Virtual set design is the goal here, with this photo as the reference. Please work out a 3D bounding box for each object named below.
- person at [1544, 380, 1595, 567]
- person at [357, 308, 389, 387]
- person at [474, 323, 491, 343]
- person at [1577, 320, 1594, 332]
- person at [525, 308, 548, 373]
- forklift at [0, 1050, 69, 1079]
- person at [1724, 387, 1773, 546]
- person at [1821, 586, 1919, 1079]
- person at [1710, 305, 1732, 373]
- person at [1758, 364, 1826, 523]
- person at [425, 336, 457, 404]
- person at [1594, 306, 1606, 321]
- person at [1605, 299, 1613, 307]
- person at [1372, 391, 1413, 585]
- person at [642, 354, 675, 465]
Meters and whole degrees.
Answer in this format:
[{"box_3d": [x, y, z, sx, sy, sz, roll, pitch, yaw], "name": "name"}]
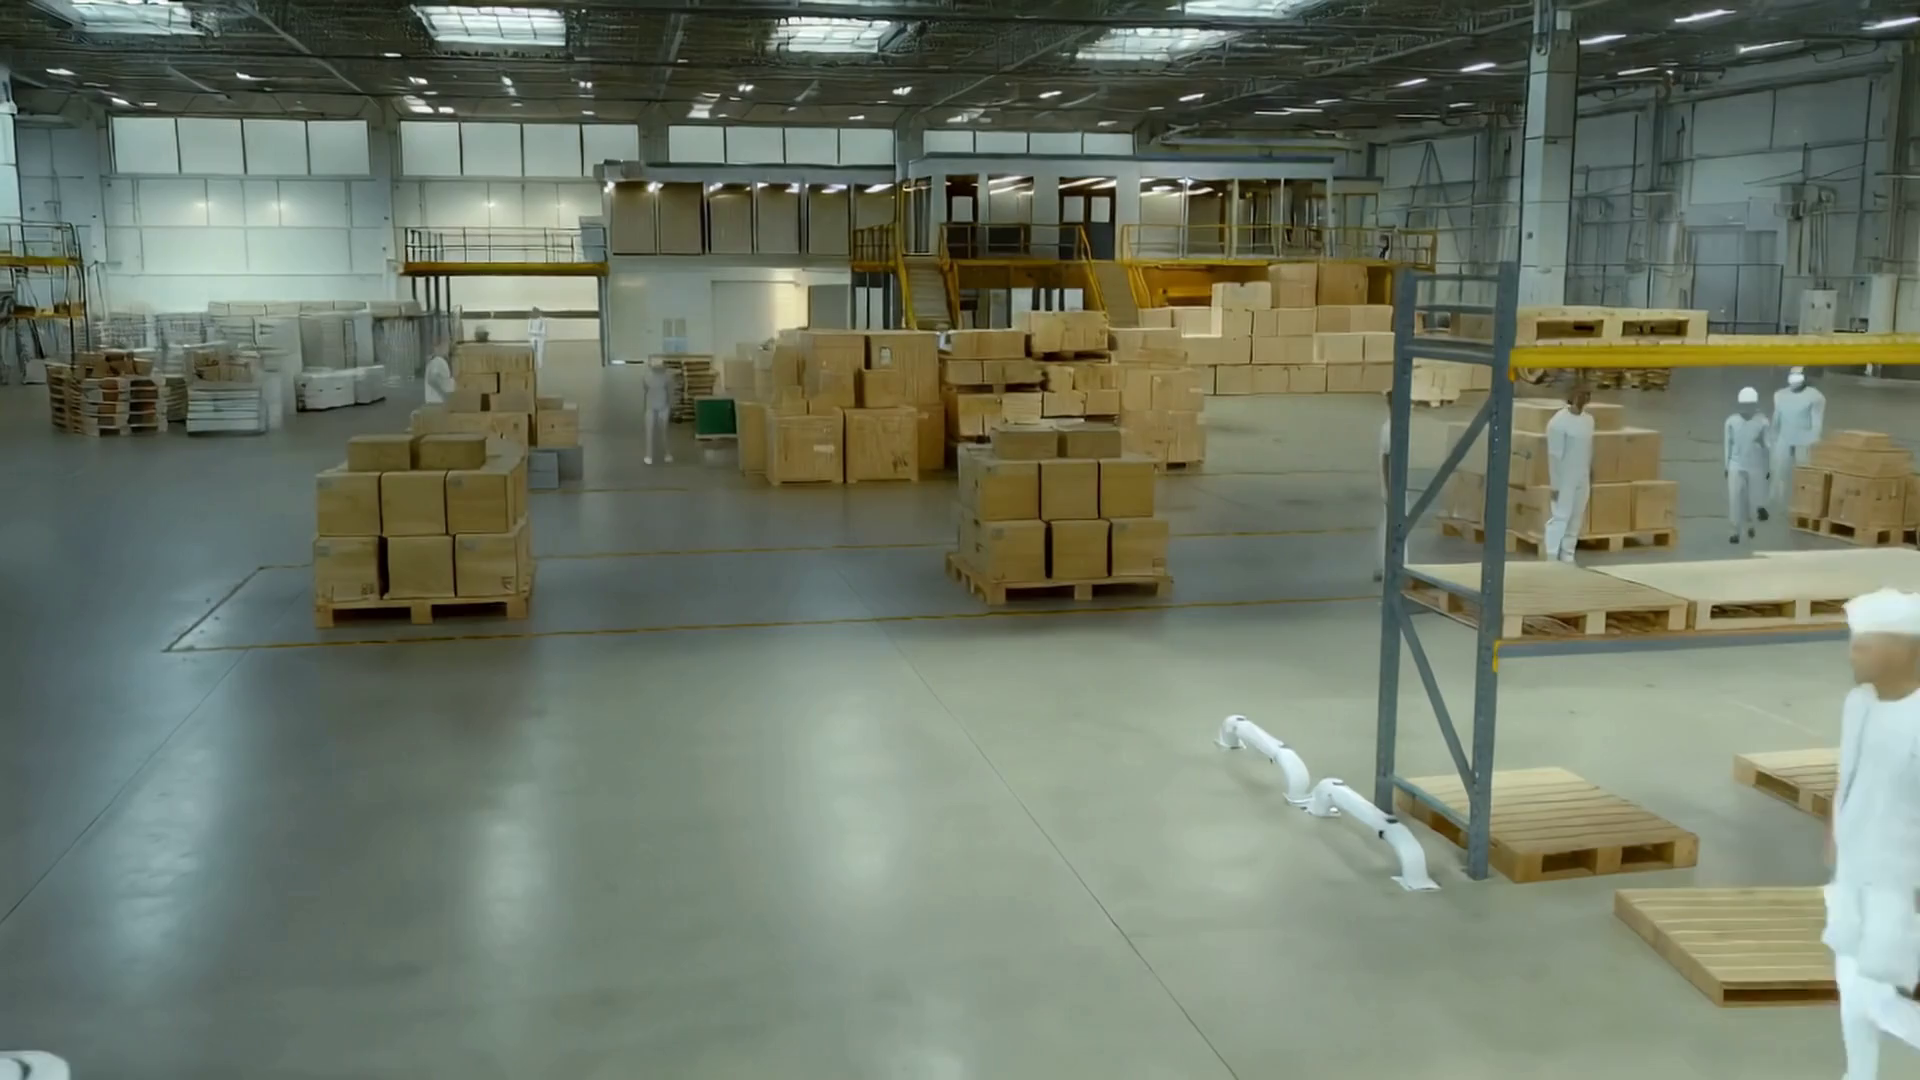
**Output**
[{"box_3d": [5.808, -0.547, 15.818, 0.632, 1.937, 0.364, -7, 12, -37], "name": "person"}, {"box_3d": [-14.889, -4.839, 41.891, 0.811, 1.986, 0.584, 4, 10, 25], "name": "person"}, {"box_3d": [-8.672, -2.946, 30.273, 0.609, 1.995, 0.376, -8, 12, -39], "name": "person"}, {"box_3d": [17.733, -5.644, 47.085, 0.665, 1.874, 0.581, -4, 10, -23], "name": "person"}, {"box_3d": [-12.067, -5.665, 47.305, 0.597, 1.838, 0.931, 0, 9, -2], "name": "person"}, {"box_3d": [-2.998, 1.019, 3.409, 1.873, 2.768, 1.129, -2, 10, -12], "name": "forklift"}, {"box_3d": [8.588, -0.817, 18.143, 0.493, 1.726, 0.718, 5, 11, 28], "name": "person"}, {"box_3d": [3.178, 1.121, 5.608, 0.512, 1.950, 0.640, 0, 9, 0], "name": "person"}, {"box_3d": [21.589, -5.699, 47.195, 0.605, 1.948, 0.389, 8, 12, 39], "name": "person"}, {"box_3d": [9.744, -1.119, 19.467, 1.066, 1.874, 0.644, -7, 11, -35], "name": "person"}, {"box_3d": [-8.042, -2.200, 25.587, 0.978, 2.000, 0.697, -5, 11, -27], "name": "person"}, {"box_3d": [18.231, -5.706, 47.313, 0.591, 1.921, 0.382, 2, 9, 10], "name": "person"}, {"box_3d": [20.413, -6.602, 52.563, 0.614, 1.990, 0.392, -7, 12, -36], "name": "person"}, {"box_3d": [4.102, -0.498, 15.750, 0.310, 1.864, 0.534, 4, 10, 25], "name": "person"}, {"box_3d": [-4.607, -2.001, 25.404, 0.537, 1.696, 0.939, 1, 9, 5], "name": "person"}]
